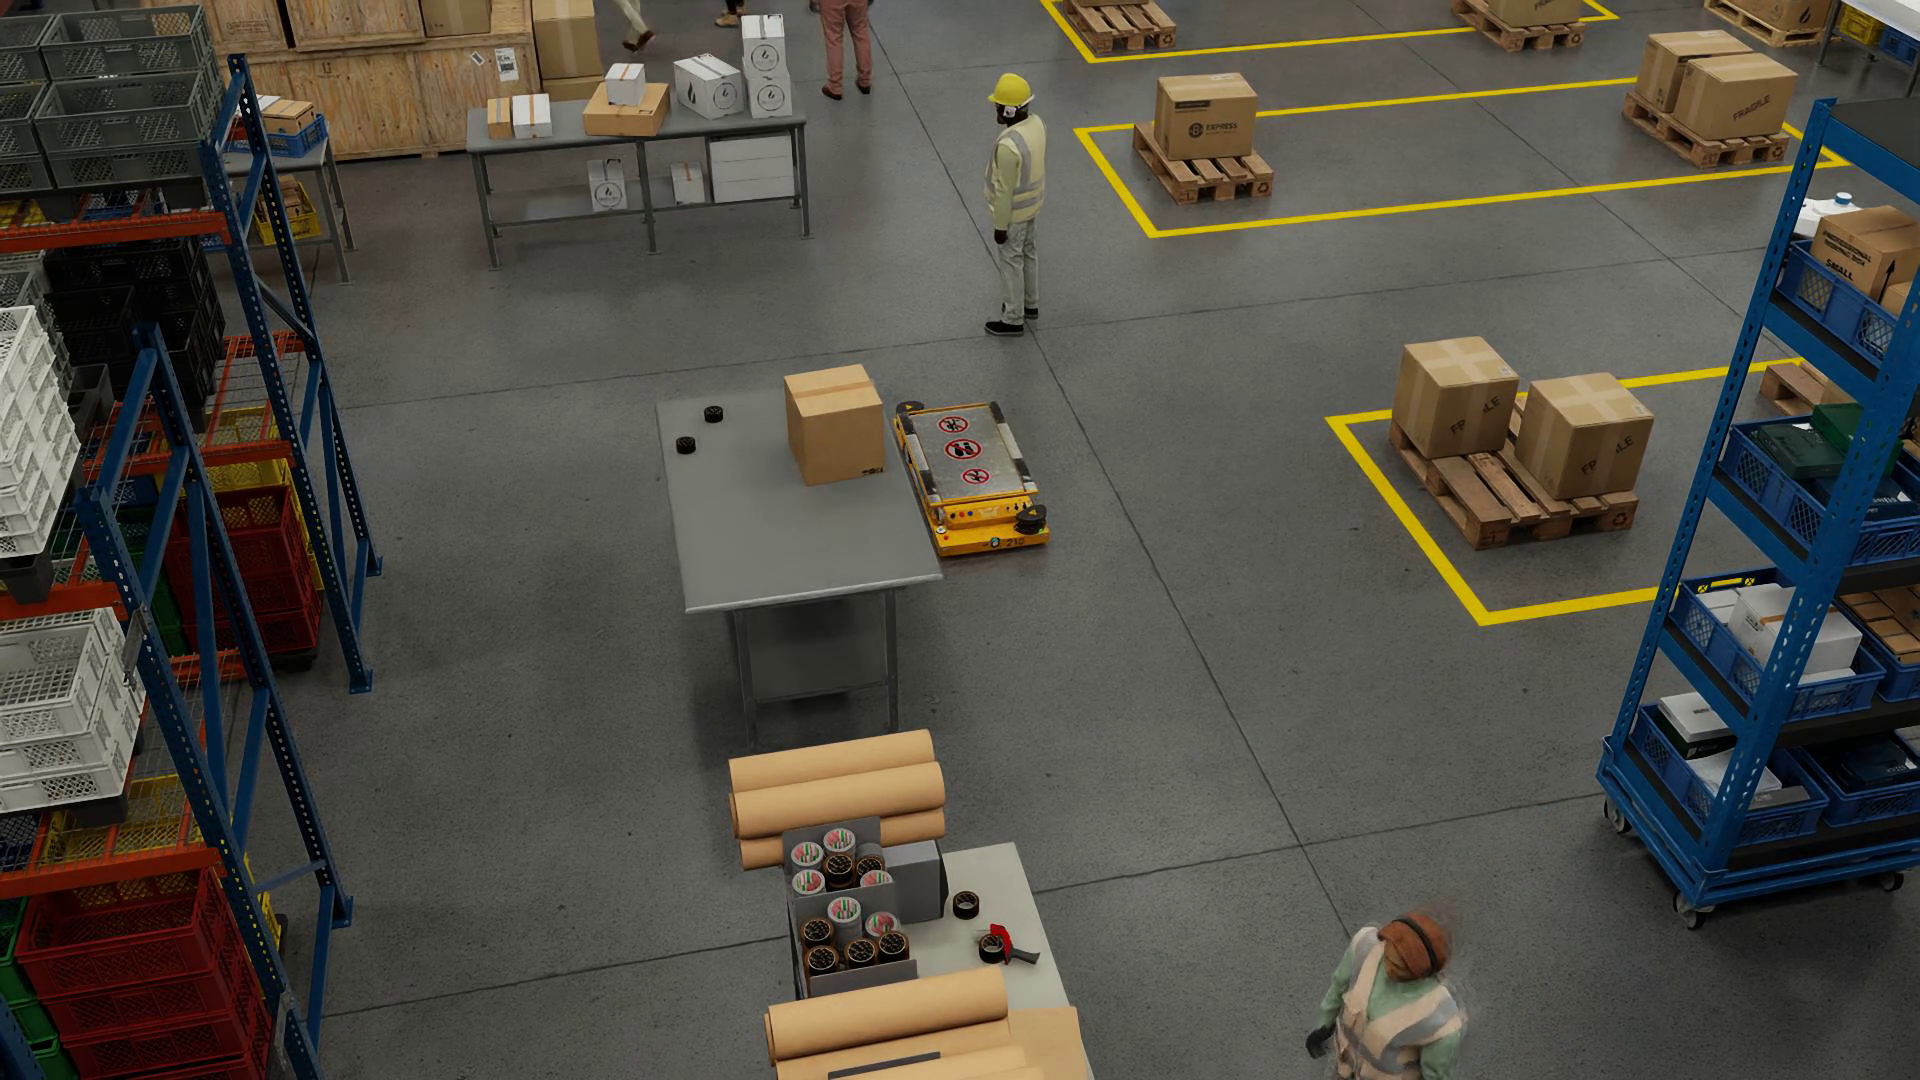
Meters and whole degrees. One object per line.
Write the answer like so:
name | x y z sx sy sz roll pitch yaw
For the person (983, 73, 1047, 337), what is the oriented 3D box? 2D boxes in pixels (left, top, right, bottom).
person | 0.364 -2.275 11.297 0.403 1.823 0.590 15 39 20

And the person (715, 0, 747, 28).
person | -2.317 -5.904 16.288 0.321 1.689 0.532 8 37 11

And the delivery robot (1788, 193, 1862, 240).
delivery robot | 6.502 -2.340 12.363 0.707 0.478 0.477 20 41 25

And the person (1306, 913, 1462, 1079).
person | 1.507 1.865 5.902 0.651 1.615 0.522 -18 40 -23

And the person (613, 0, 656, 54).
person | -3.083 -5.457 15.572 0.578 1.833 0.533 -29 45 -33

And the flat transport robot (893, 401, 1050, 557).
flat transport robot | 0.046 -0.430 10.108 0.652 0.197 1.431 -8 37 -10

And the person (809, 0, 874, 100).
person | -1.047 -4.874 14.722 0.651 1.905 0.403 -17 40 -22
